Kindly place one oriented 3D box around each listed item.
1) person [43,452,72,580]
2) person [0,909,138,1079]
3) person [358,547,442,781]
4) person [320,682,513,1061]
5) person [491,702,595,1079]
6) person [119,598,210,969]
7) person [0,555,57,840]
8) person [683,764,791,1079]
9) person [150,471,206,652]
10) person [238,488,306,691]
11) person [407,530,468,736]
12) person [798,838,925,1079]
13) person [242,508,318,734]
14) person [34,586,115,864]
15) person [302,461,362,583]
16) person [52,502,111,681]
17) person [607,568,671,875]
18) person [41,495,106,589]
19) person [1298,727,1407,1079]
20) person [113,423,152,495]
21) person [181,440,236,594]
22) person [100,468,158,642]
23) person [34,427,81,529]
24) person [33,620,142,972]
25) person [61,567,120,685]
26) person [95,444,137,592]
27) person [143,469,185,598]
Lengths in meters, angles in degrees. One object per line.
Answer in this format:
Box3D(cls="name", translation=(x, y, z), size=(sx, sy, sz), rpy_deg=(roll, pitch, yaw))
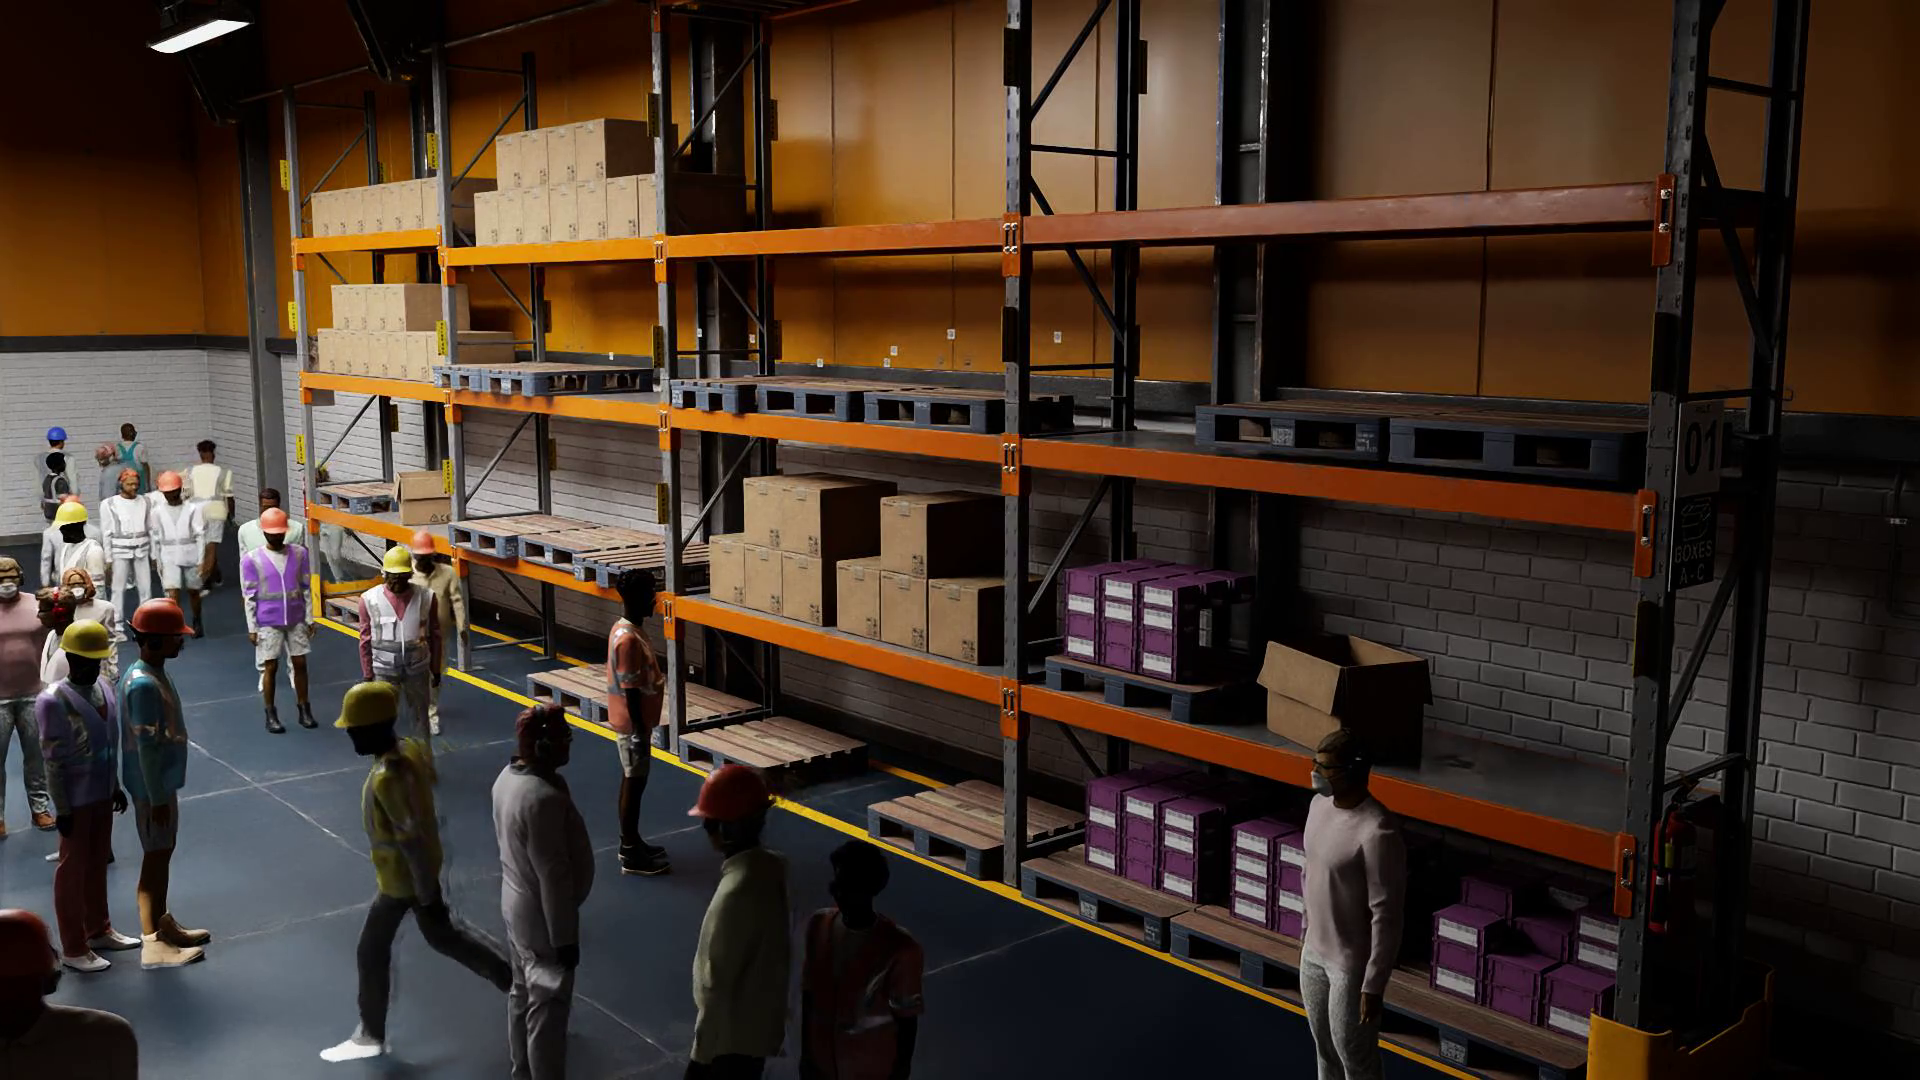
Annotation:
Box3D(cls="person", translation=(-11.696, -0.297, 21.601), size=(0.535, 1.697, 0.318), rpy_deg=(7, 11, 39))
Box3D(cls="person", translation=(-2.627, 1.990, 4.713), size=(0.618, 1.986, 0.408), rpy_deg=(-4, 9, -23))
Box3D(cls="person", translation=(-4.210, 0.946, 12.540), size=(0.591, 1.823, 0.404), rpy_deg=(-4, 9, -24))
Box3D(cls="person", translation=(-2.568, 1.577, 8.004), size=(0.982, 1.876, 0.604), rpy_deg=(-1, 8, -7))
Box3D(cls="person", translation=(-1.804, 1.654, 7.312), size=(0.404, 1.911, 0.636), rpy_deg=(-5, 9, -30))
Box3D(cls="person", translation=(-4.385, 1.326, 9.165), size=(0.403, 2.035, 0.606), rpy_deg=(-3, 9, -21))
Box3D(cls="person", translation=(-6.453, 1.057, 11.351), size=(0.628, 1.939, 0.375), rpy_deg=(-7, 11, -41))
Box3D(cls="person", translation=(-0.784, 1.793, 6.123), size=(0.801, 1.971, 0.626), rpy_deg=(1, 8, 6))
Box3D(cls="person", translation=(-8.241, 0.188, 17.601), size=(0.536, 1.888, 1.008), rpy_deg=(-2, 9, -16))
Box3D(cls="person", translation=(-6.440, 0.456, 15.638), size=(0.592, 1.911, 0.385), rpy_deg=(-3, 9, -20))
Box3D(cls="person", translation=(-4.547, 0.751, 14.235), size=(0.567, 1.722, 0.821), rpy_deg=(-5, 10, -33))
Box3D(cls="person", translation=(-0.378, 1.926, 6.139), size=(0.535, 1.699, 0.318), rpy_deg=(5, 10, 31))
Box3D(cls="person", translation=(-5.737, 0.677, 14.059), size=(0.552, 1.923, 0.390), rpy_deg=(-6, 10, -38))
Box3D(cls="person", translation=(-5.681, 1.199, 10.700), size=(0.570, 1.840, 0.372), rpy_deg=(7, 11, 41))
Box3D(cls="person", translation=(-7.743, -0.131, 20.426), size=(0.524, 1.697, 0.542), rpy_deg=(6, 10, 36))
Box3D(cls="person", translation=(-7.644, 0.618, 14.486), size=(0.587, 1.919, 0.391), rpy_deg=(7, 10, 38))
Box3D(cls="person", translation=(-2.068, 1.146, 10.638), size=(0.361, 1.965, 0.613), rpy_deg=(-2, 8, -13))
Box3D(cls="person", translation=(-8.941, 0.383, 16.812), size=(0.569, 1.713, 0.868), rpy_deg=(-3, 9, -20))
Box3D(cls="person", translation=(1.562, 1.712, 6.795), size=(0.359, 1.938, 0.635), rpy_deg=(-2, 9, -16))
Box3D(cls="person", translation=(-12.292, -0.814, 24.700), size=(0.506, 1.841, 0.345), rpy_deg=(-2, 8, -15))
Box3D(cls="person", translation=(-9.431, -0.301, 20.901), size=(0.618, 1.896, 0.992), rpy_deg=(-1, 8, -8))
Box3D(cls="person", translation=(-8.892, 0.161, 17.839), size=(0.403, 1.870, 0.568), rpy_deg=(8, 11, 43))
Box3D(cls="person", translation=(-12.237, -0.569, 22.619), size=(0.614, 1.945, 0.404), rpy_deg=(1, 8, 7))
Box3D(cls="person", translation=(-4.790, 1.383, 9.149), size=(0.383, 1.920, 0.585), rpy_deg=(1, 8, 4))
Box3D(cls="person", translation=(-6.711, 1.011, 12.726), size=(0.507, 1.633, 0.277), rpy_deg=(-6, 10, -35))
Box3D(cls="person", translation=(-10.641, -0.299, 21.033), size=(0.398, 1.875, 0.781), rpy_deg=(-1, 8, -4))
Box3D(cls="person", translation=(-9.612, -0.047, 20.142), size=(0.518, 1.612, 0.705), rpy_deg=(-8, 11, -43))
